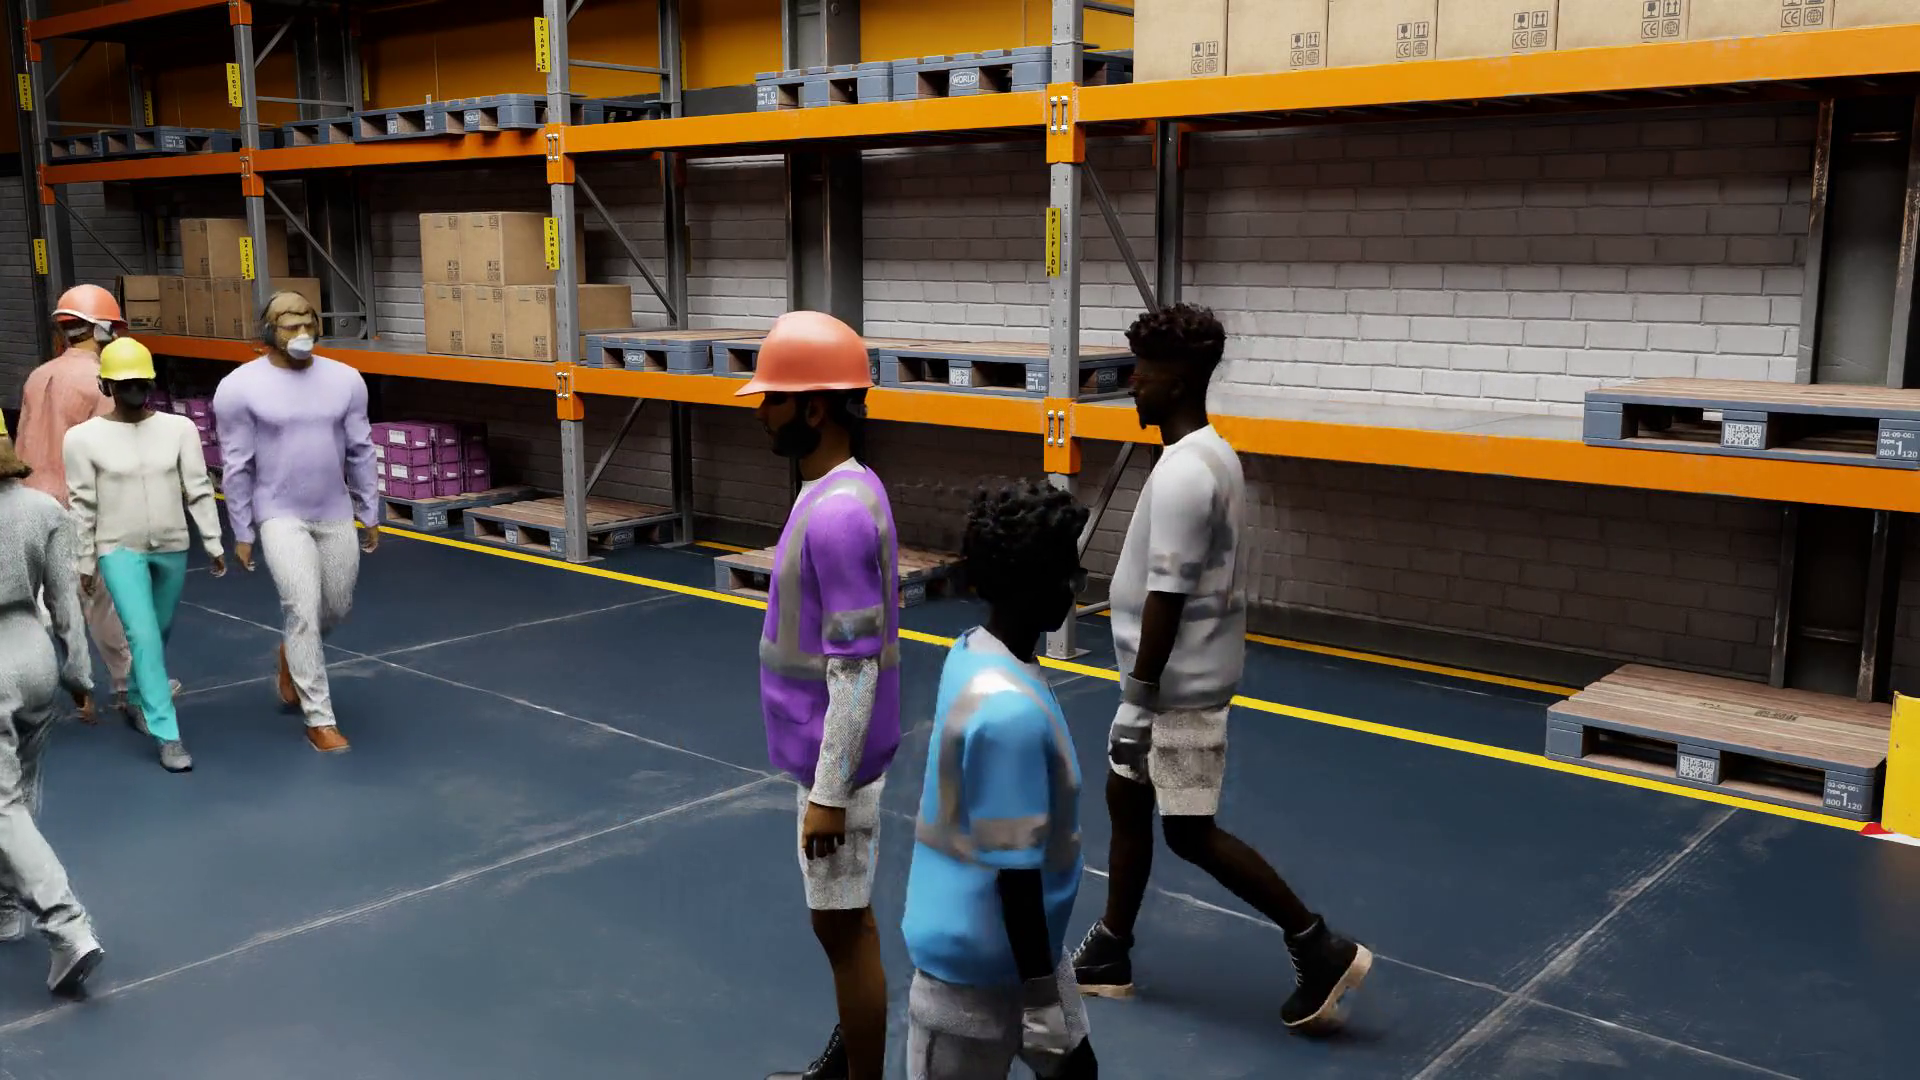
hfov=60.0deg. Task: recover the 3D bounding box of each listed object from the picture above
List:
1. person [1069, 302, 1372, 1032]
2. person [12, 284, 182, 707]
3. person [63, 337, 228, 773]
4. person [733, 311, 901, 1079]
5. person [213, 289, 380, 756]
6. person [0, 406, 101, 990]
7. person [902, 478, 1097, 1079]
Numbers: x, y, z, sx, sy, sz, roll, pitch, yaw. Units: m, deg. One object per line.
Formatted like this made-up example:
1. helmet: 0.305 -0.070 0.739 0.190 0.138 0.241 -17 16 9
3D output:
1. person: 0.637 0.346 4.399 0.880 1.941 0.606 2 10 9
2. person: -3.891 -0.123 7.134 0.651 1.933 1.064 6 12 32
3. person: -3.353 0.029 6.835 0.901 1.724 0.546 10 14 43
4. person: -0.314 0.461 3.751 0.356 1.936 0.551 -1 10 -5
5. person: -2.799 -0.099 7.035 0.638 1.915 0.842 -9 14 -43
6. person: -2.724 0.400 4.741 0.861 1.708 0.492 6 12 31
7. person: 0.158 0.727 2.986 0.735 1.662 0.565 0 10 1
